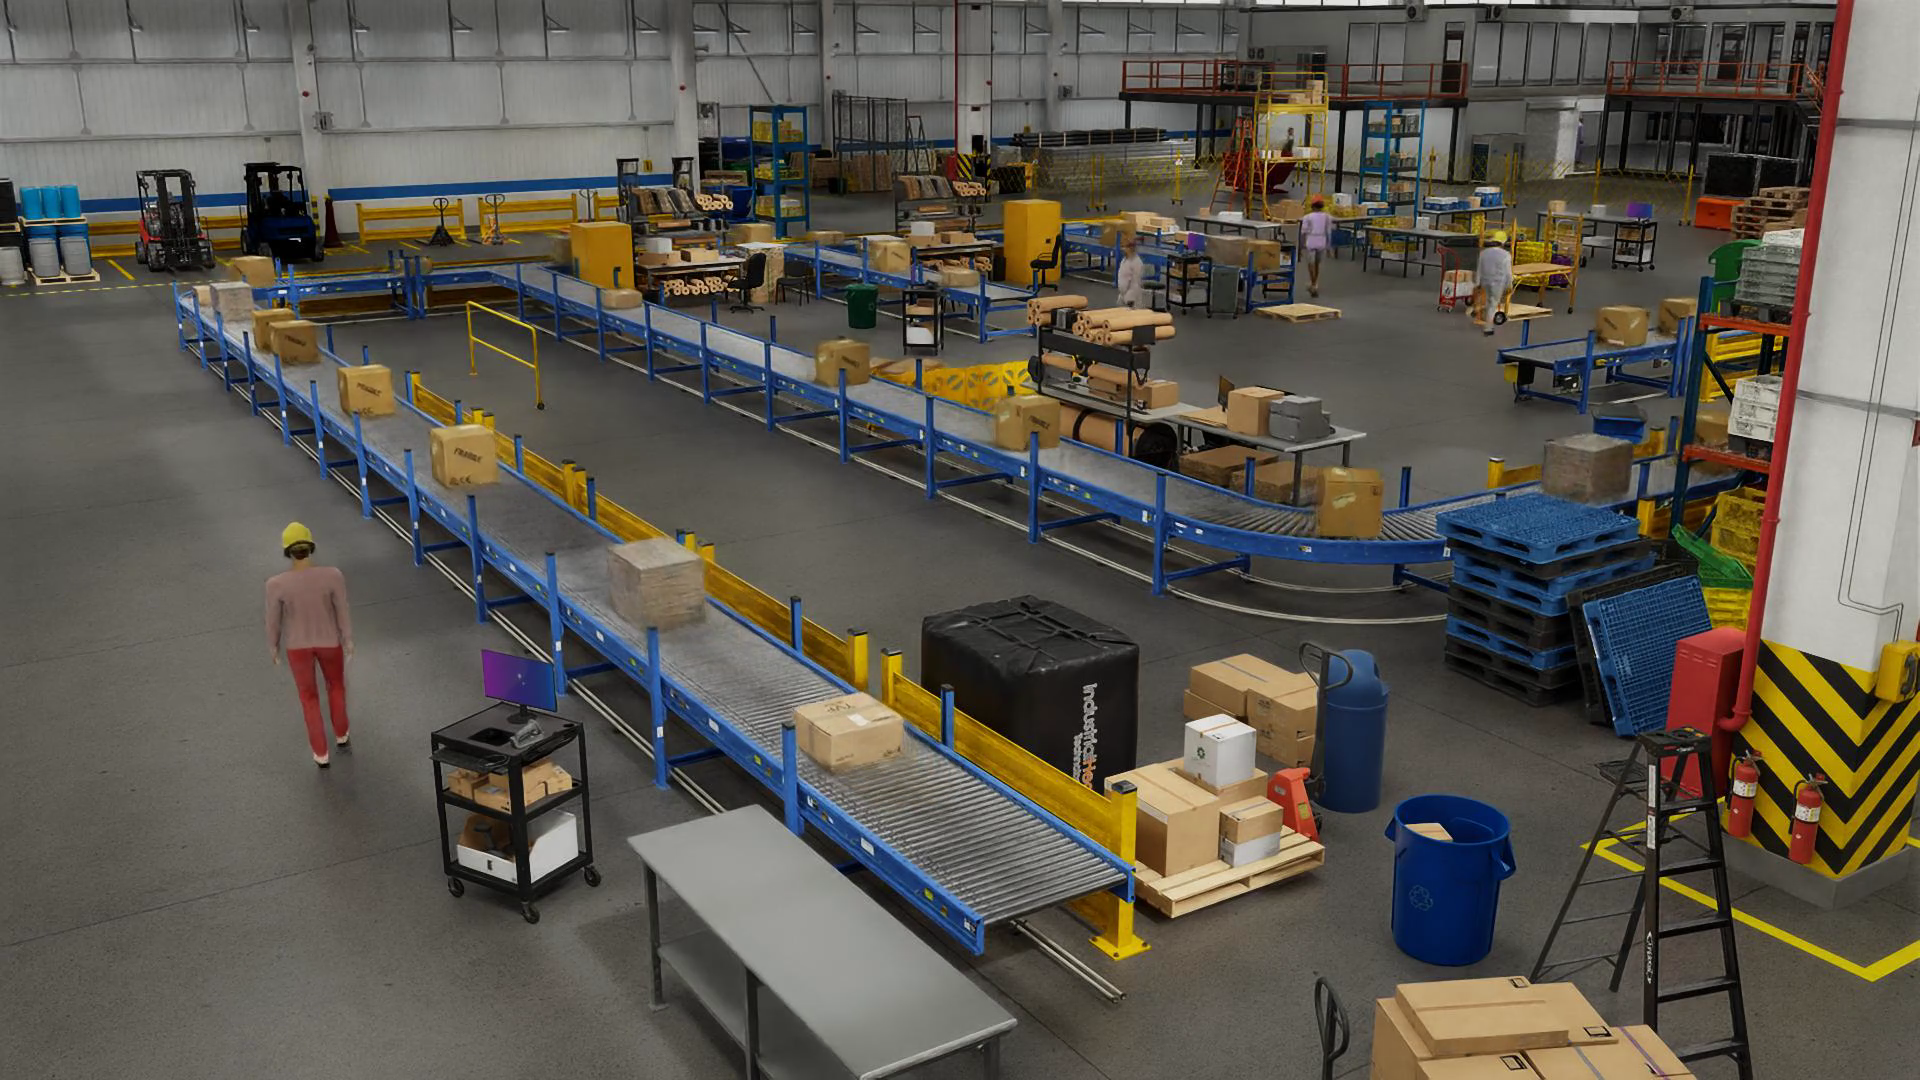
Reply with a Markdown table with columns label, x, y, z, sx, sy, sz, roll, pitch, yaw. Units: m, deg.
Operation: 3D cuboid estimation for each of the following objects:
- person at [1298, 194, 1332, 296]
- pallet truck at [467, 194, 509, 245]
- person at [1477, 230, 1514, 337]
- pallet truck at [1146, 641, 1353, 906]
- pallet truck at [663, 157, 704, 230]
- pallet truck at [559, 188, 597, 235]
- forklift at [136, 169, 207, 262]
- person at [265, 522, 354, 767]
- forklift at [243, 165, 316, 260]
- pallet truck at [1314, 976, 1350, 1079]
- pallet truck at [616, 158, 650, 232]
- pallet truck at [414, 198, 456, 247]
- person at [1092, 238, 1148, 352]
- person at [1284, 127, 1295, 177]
| label | x | y | z | sx | sy | sz | roll | pitch | yaw |
| --- | --- | --- | --- | --- | --- | --- | --- | --- | --- |
| person | 7.161 | -5.913 | 33.396 | 0.609 | 2.009 | 0.961 | -2 | 17 | -8 |
| pallet truck | -11.983 | -8.177 | 42.137 | 0.704 | 1.261 | 1.522 | -11 | 20 | -33 |
| person | 9.316 | -4.450 | 28.852 | 0.688 | 1.810 | 0.600 | -12 | 20 | -34 |
| pallet truck | 1.664 | 1.407 | 10.232 | 1.630 | 1.274 | 0.653 | -10 | 20 | -31 |
| pallet truck | -7.586 | -9.308 | 44.692 | 0.823 | 1.965 | 1.885 | -11 | 20 | -33 |
| pallet truck | -10.010 | -8.652 | 43.699 | 0.653 | 1.274 | 1.630 | -10 | 20 | -31 |
| forklift | -17.842 | -7.318 | 37.559 | 1.157 | 1.987 | 2.680 | -10 | 20 | -31 |
| person | -4.602 | 0.707 | 11.777 | 0.553 | 1.743 | 0.668 | -7 | 18 | -23 |
| forklift | -15.898 | -7.669 | 38.708 | 1.157 | 1.987 | 2.680 | -11 | 20 | -33 |
| pallet truck | 2.299 | 2.390 | 7.086 | 1.601 | 1.201 | 0.680 | -2 | 17 | -7 |
| pallet truck | -8.918 | -9.176 | 44.255 | 0.823 | 1.965 | 1.885 | -9 | 19 | -27 |
| pallet truck | -13.250 | -8.060 | 41.856 | 0.680 | 1.201 | 1.601 | -10 | 20 | -31 |
| person | 2.681 | -3.995 | 27.240 | 0.960 | 1.855 | 0.673 | -6 | 18 | -19 |
| person | 12.406 | -14.569 | 62.484 | 0.554 | 1.823 | 0.584 | -12 | 21 | -35 |
